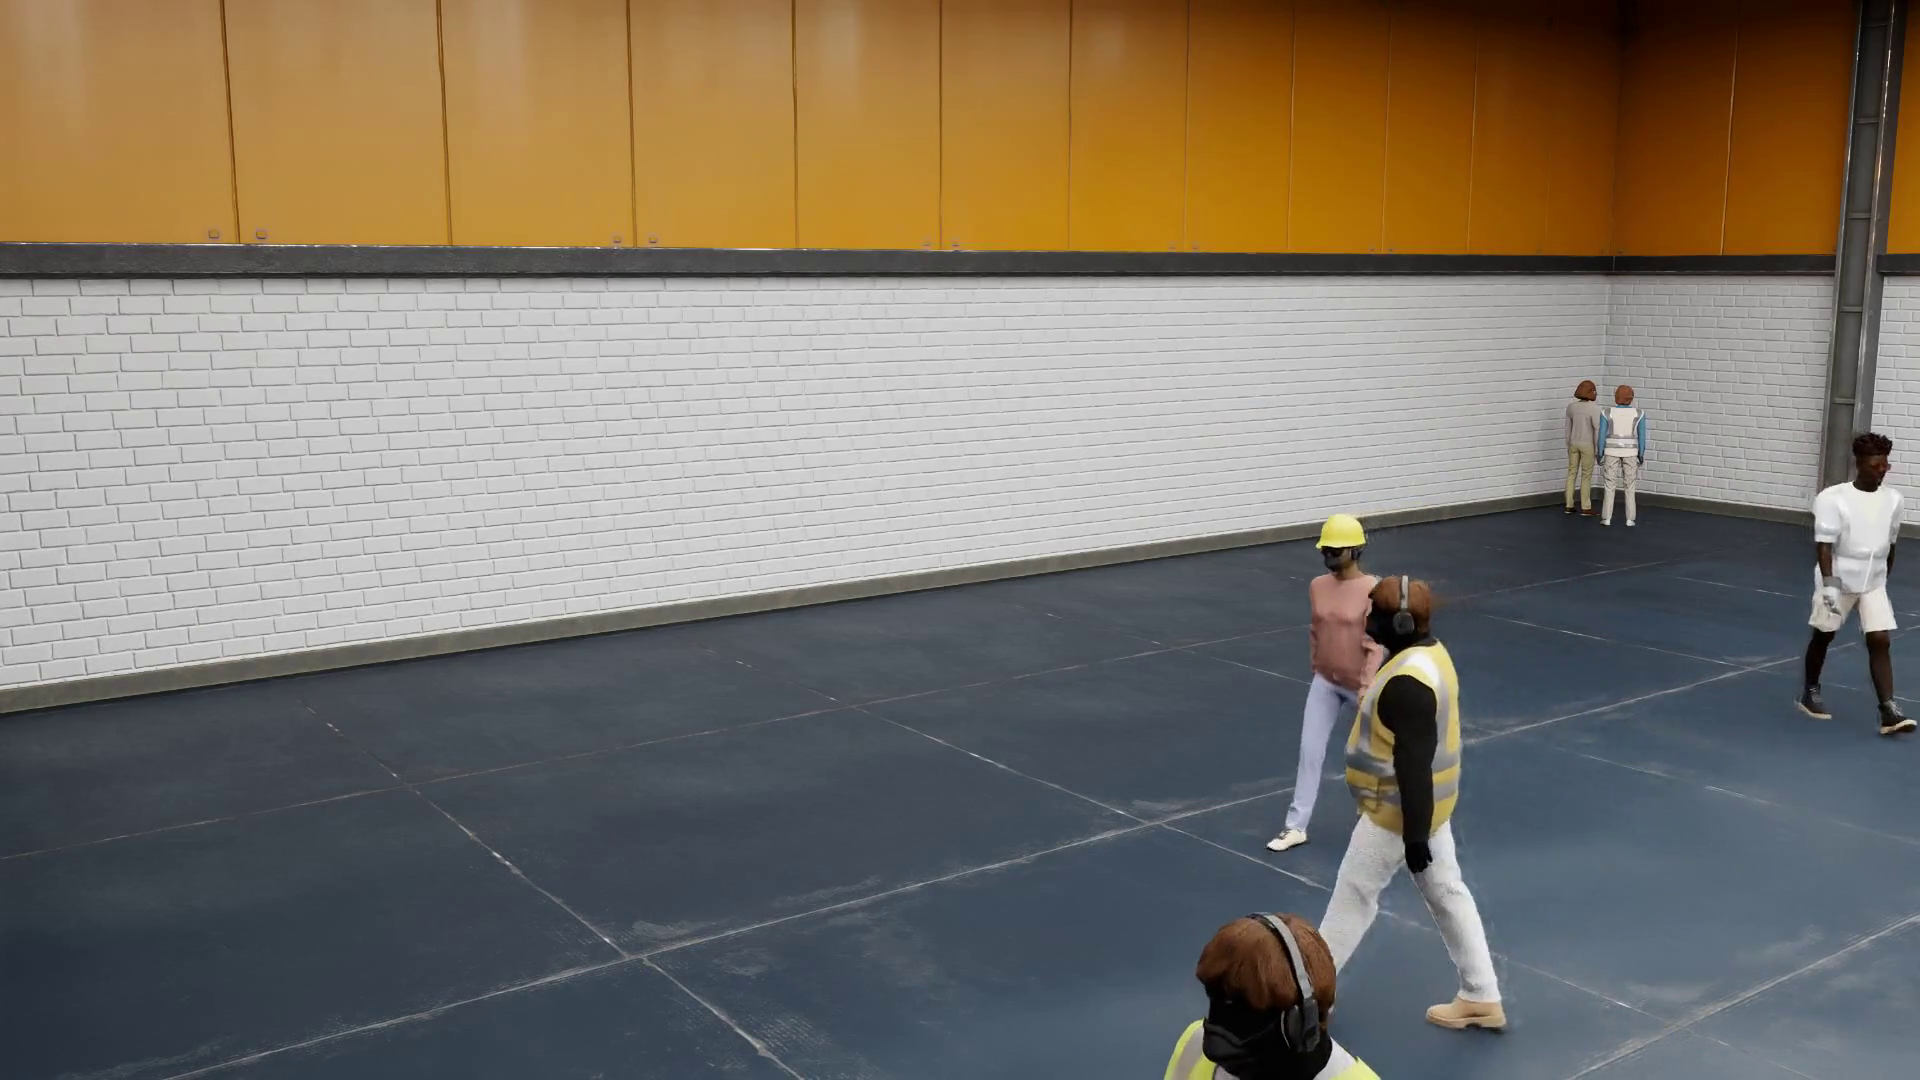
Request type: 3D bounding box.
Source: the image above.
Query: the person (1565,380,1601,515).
[{"bbox_3d":[7.535,-1.114,20.106,0.286,1.633,0.499,-6,11,-31],"label":"person"}]

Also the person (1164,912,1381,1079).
[{"bbox_3d":[0.553,1.553,3.035,0.429,1.841,0.634,-6,11,-32],"label":"person"}]

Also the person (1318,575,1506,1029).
[{"bbox_3d":[1.688,1.019,6.468,0.986,1.791,0.644,4,10,23],"label":"person"}]

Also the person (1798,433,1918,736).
[{"bbox_3d":[5.768,0.277,10.645,0.612,1.914,0.994,0,9,-1],"label":"person"}]

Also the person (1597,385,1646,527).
[{"bbox_3d":[7.606,-0.962,19.150,0.521,1.639,0.311,3,10,17],"label":"person"}]

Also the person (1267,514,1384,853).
[{"bbox_3d":[1.995,0.713,8.555,0.898,1.726,0.523,-8,12,-41],"label":"person"}]
